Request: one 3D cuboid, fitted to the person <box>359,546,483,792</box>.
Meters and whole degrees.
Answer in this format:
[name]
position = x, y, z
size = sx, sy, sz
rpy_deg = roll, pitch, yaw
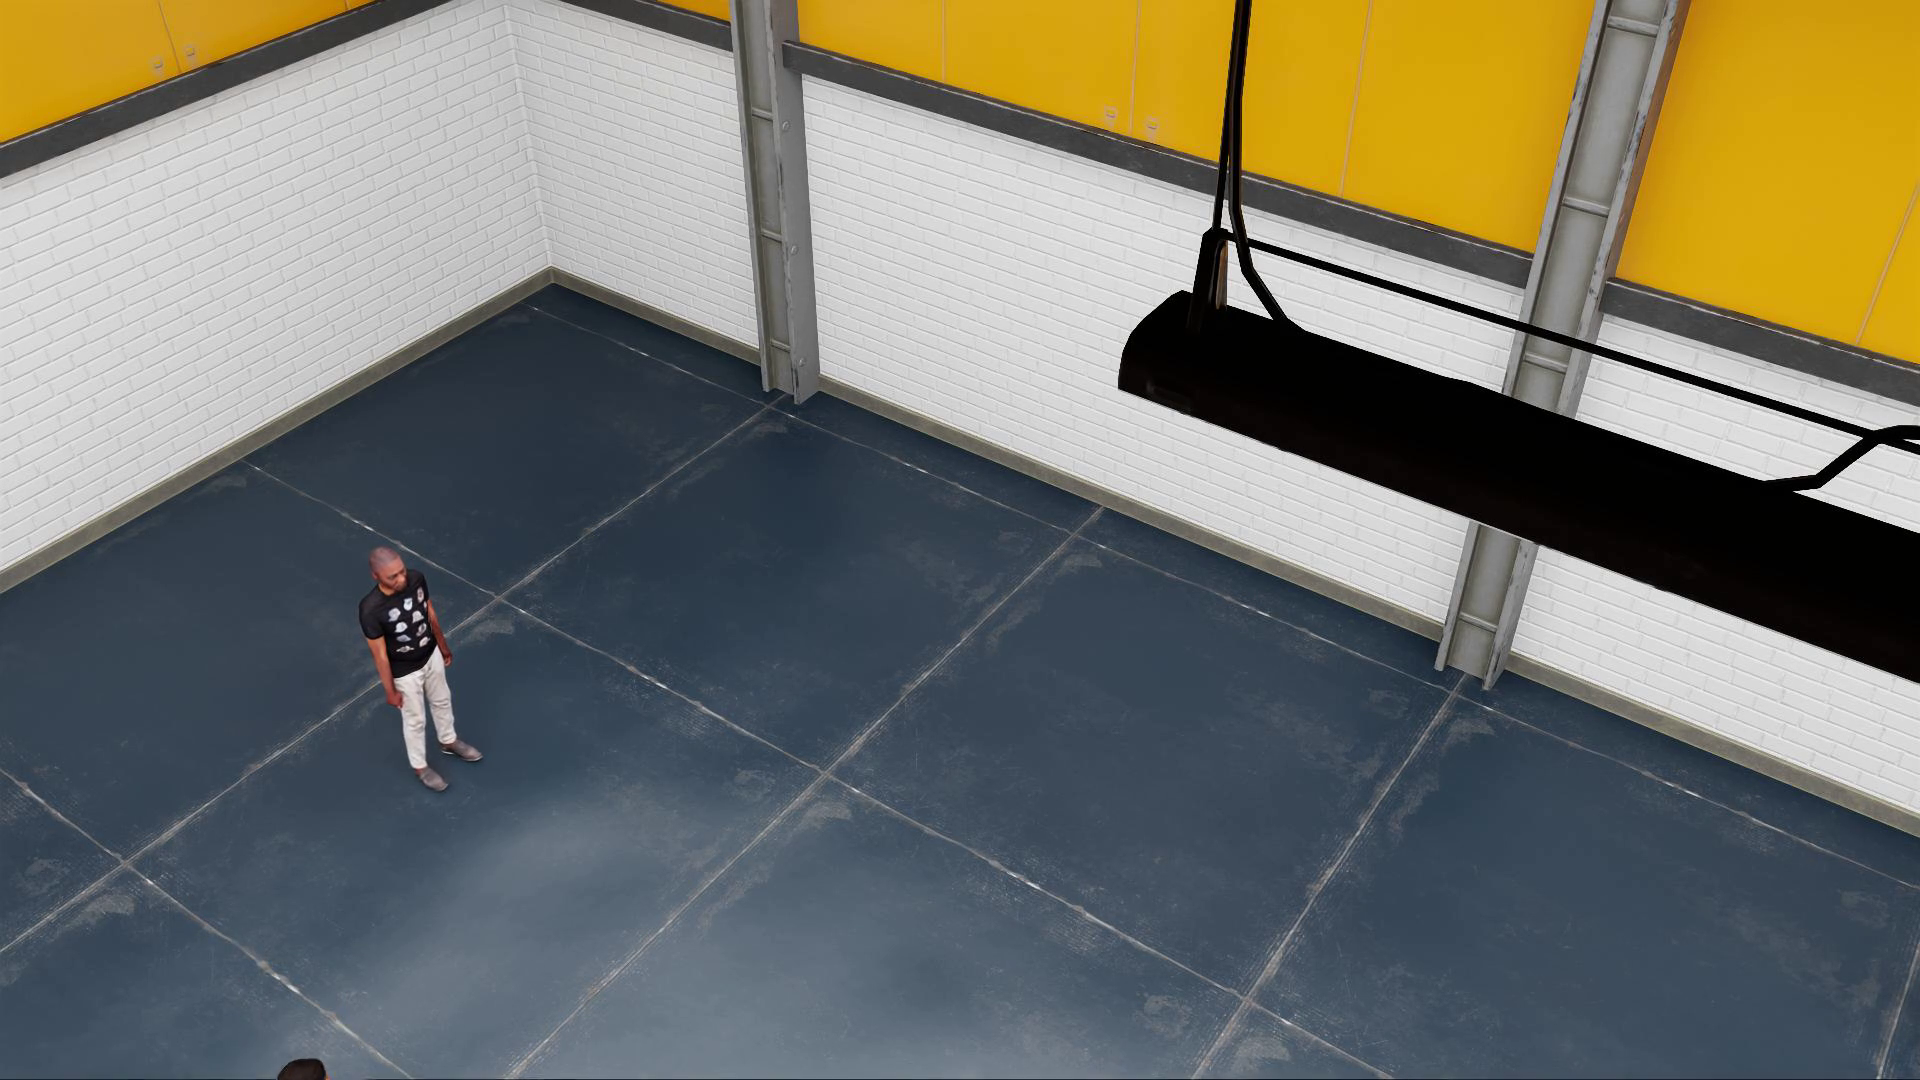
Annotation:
[person]
position = -3.333, 0.740, 10.104
size = 0.629, 1.801, 0.683
rpy_deg = 19, 42, 22
